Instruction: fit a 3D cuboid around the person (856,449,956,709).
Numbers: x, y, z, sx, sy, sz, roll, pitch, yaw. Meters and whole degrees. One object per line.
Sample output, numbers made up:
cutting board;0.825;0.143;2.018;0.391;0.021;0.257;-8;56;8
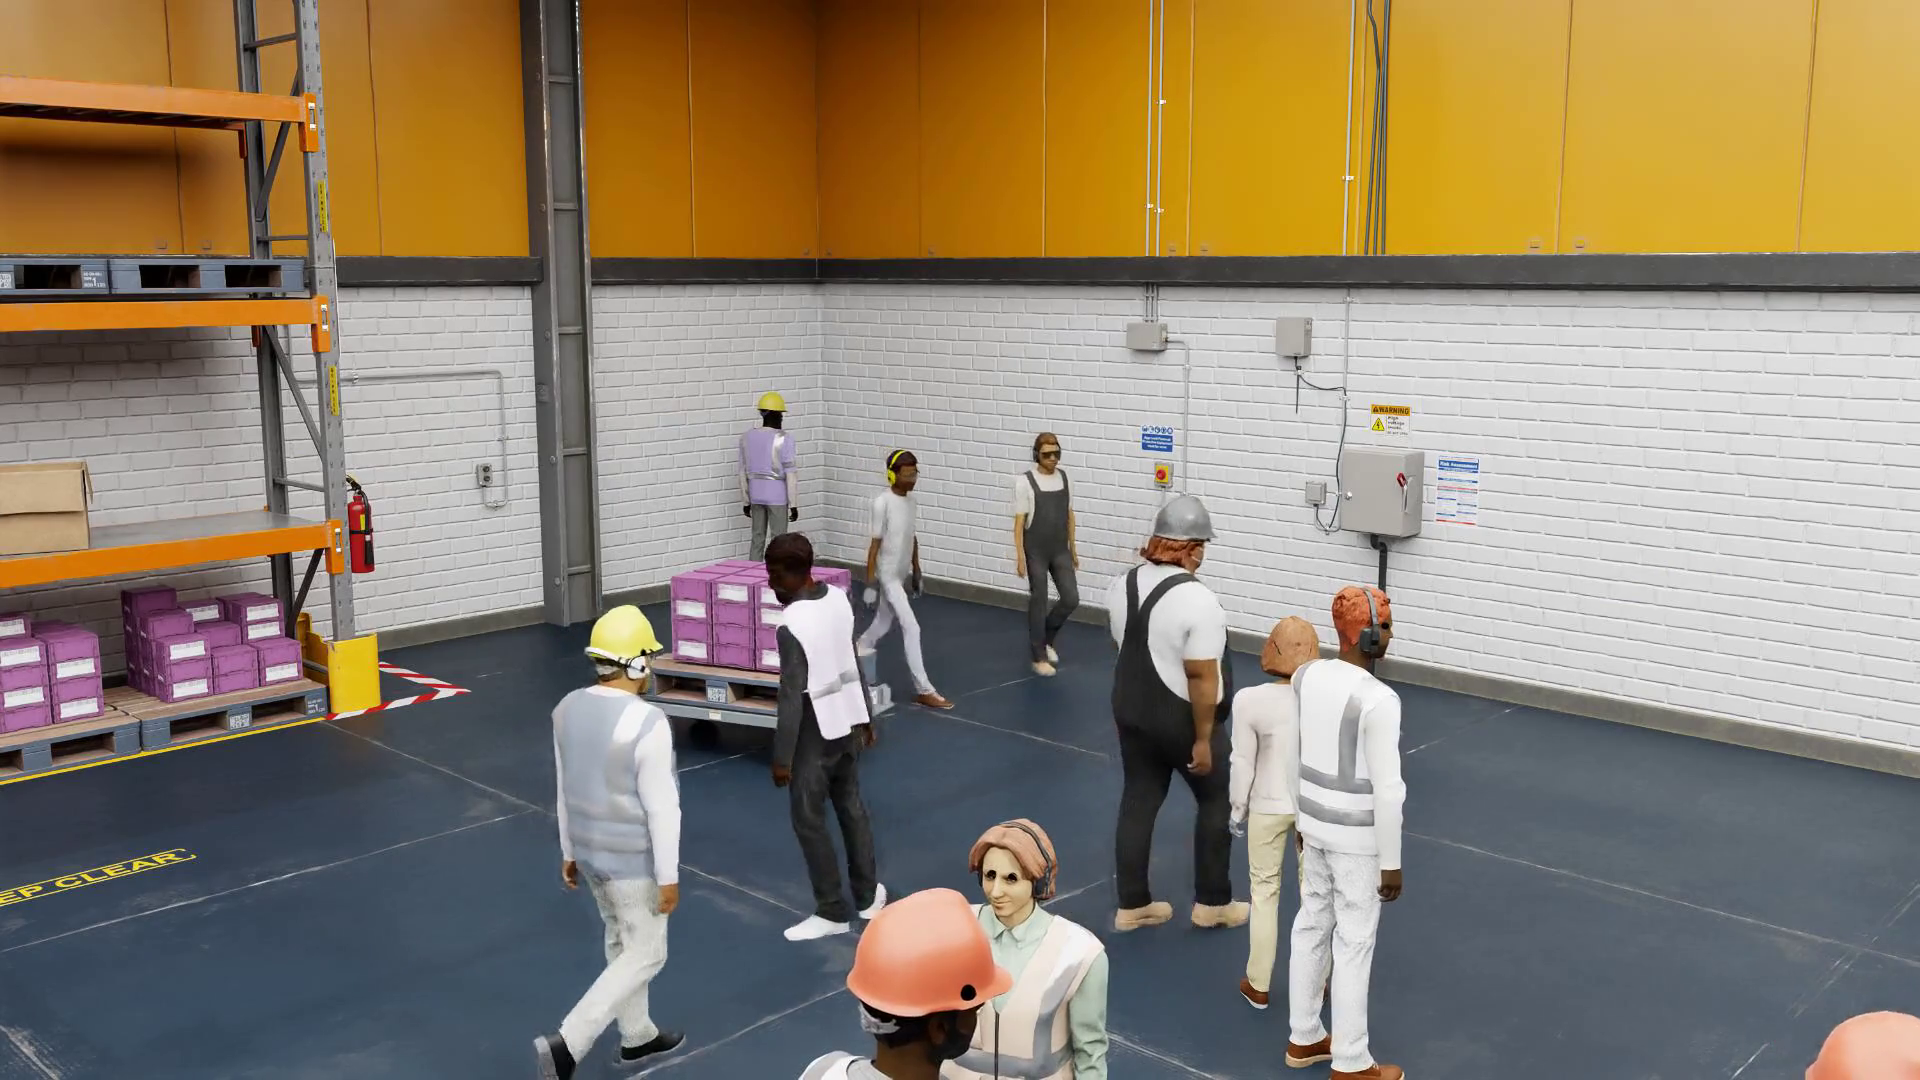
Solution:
person;-0.504;0.260;11.553;0.934;1.815;0.550;4;10;22

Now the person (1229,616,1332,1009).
person;1.350;1.117;6.813;0.502;1.636;0.280;1;9;3

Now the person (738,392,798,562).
person;-1.721;-0.378;15.095;0.591;1.923;0.382;5;10;27

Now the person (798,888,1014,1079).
person;-0.075;1.576;3.075;0.362;1.935;0.553;-8;12;-39

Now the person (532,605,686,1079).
person;-1.297;1.148;6.068;0.609;1.812;0.712;8;12;39

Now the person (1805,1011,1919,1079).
person;1.413;1.659;2.714;0.558;1.890;0.868;4;10;23

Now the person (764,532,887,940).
person;-0.590;0.872;7.603;0.393;1.873;0.766;4;10;24

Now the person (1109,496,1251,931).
person;1.038;0.782;7.627;0.749;2.000;0.704;-6;11;-33

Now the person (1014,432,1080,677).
person;0.664;0.104;12.422;0.553;1.831;0.404;-5;11;-28

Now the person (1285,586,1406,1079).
person;1.430;1.099;6.166;0.339;1.882;0.581;-4;10;-24

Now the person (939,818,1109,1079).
person;0.132;1.519;4.341;0.512;1.641;0.307;3;10;19
